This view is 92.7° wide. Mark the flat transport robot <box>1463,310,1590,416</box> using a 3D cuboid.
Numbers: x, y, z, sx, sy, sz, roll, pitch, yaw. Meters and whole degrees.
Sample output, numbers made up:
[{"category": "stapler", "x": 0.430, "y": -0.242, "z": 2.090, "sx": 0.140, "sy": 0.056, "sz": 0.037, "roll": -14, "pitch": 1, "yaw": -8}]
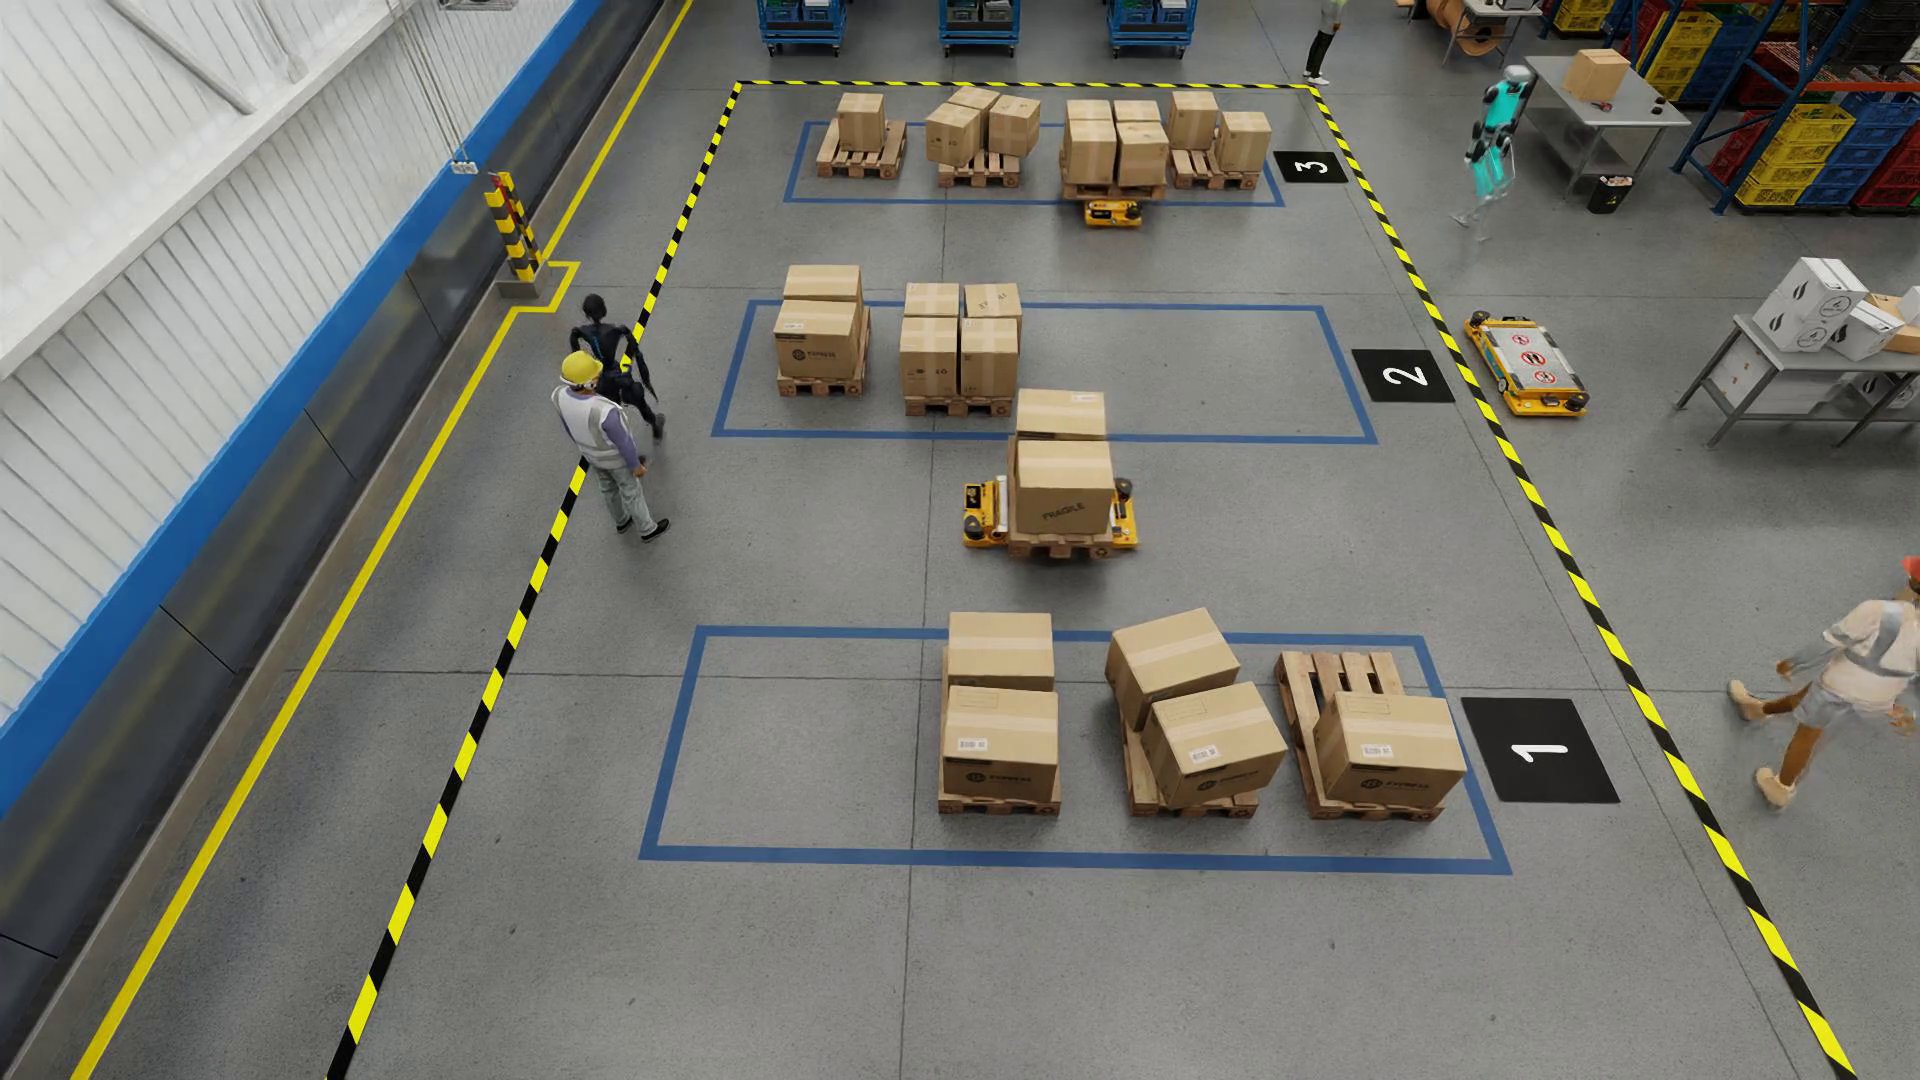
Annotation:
[{"category": "flat transport robot", "x": 5.573, "y": -1.757, "z": 9.054, "sx": 0.659, "sy": 0.231, "sz": 1.431, "roll": 1, "pitch": 49, "yaw": 1}]

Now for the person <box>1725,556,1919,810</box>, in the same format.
[{"category": "person", "x": 5.528, "y": 0.825, "z": 5.683, "sx": 0.639, "sy": 1.979, "sz": 1.043, "roll": 5, "pitch": 49, "yaw": 4}]

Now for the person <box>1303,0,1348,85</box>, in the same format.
[{"category": "person", "x": 5.297, "y": -7.448, "z": 12.932, "sx": 0.398, "sy": 1.851, "sz": 0.593, "roll": 0, "pitch": 49, "yaw": 0}]

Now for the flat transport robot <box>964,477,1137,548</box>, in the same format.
[{"category": "flat transport robot", "x": 0.750, "y": -0.245, "z": 7.727, "sx": 1.431, "sy": 0.197, "sz": 0.652, "roll": 1, "pitch": 49, "yaw": 1}]

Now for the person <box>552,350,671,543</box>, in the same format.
[{"category": "person", "x": -2.708, "y": -0.697, "z": 7.101, "sx": 0.601, "sy": 1.830, "sz": 0.404, "roll": 21, "pitch": 52, "yaw": 18}]

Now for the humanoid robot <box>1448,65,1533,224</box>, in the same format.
[{"category": "humanoid robot", "x": 5.999, "y": -4.302, "z": 10.197, "sx": 0.533, "sy": 1.677, "sz": 0.735, "roll": -11, "pitch": 50, "yaw": -10}]

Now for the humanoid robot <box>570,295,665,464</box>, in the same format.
[{"category": "humanoid robot", "x": -2.927, "y": -1.375, "z": 7.807, "sx": 0.609, "sy": 1.634, "sz": 0.699, "roll": -5, "pitch": 49, "yaw": -4}]

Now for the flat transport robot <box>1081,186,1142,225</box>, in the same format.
[{"category": "flat transport robot", "x": 1.830, "y": -4.328, "z": 11.261, "sx": 0.652, "sy": 0.197, "sz": 1.431, "roll": 1, "pitch": 49, "yaw": 1}]
